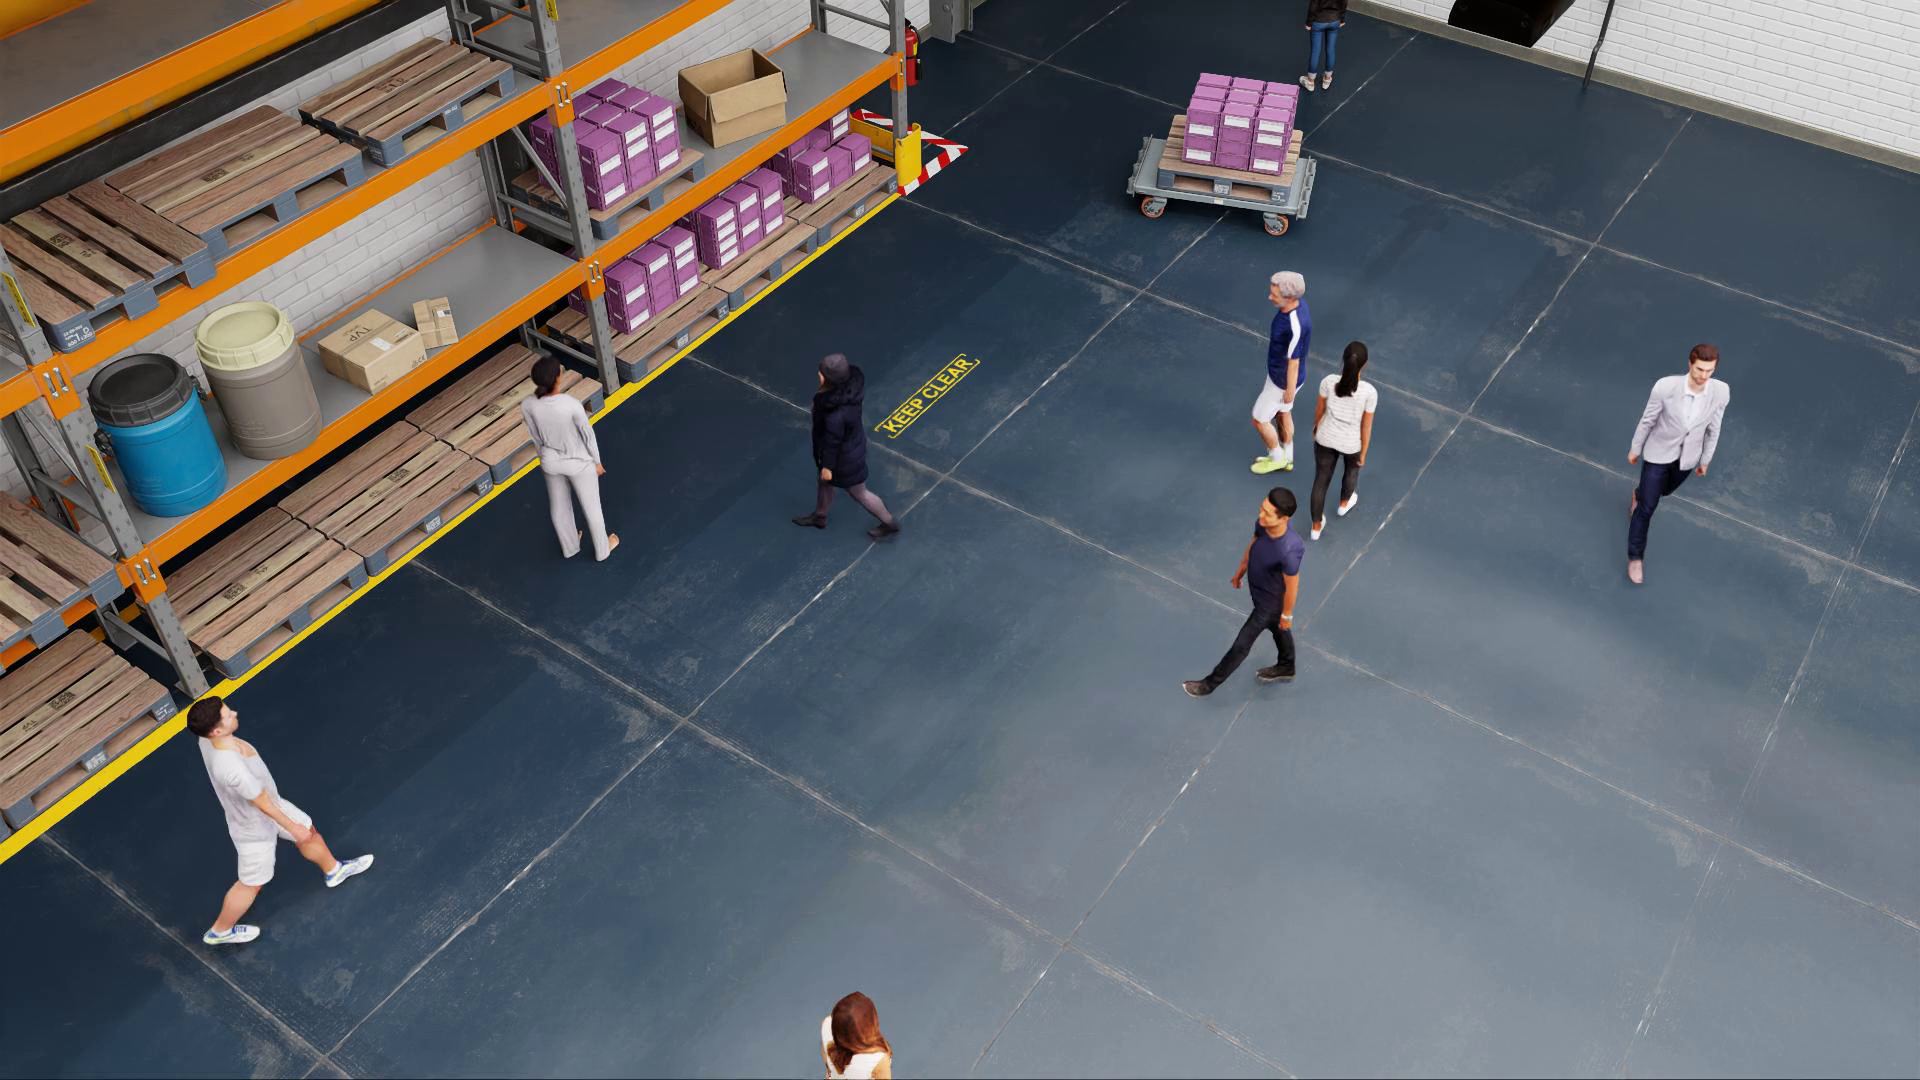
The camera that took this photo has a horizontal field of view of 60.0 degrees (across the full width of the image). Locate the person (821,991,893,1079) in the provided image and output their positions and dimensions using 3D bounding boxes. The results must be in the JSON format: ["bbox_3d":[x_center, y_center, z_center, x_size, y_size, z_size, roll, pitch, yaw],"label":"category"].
[{"bbox_3d":[-0.547,2.791,8.118,0.609,1.767,0.960,28,50,26],"label":"person"}]

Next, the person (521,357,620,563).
[{"bbox_3d":[-2.754,-0.554,11.649,0.707,1.740,0.699,7,44,7],"label":"person"}]

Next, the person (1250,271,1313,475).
[{"bbox_3d":[2.477,-1.212,12.293,0.852,1.805,0.752,3,44,3],"label":"person"}]

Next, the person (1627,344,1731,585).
[{"bbox_3d":[4.996,-0.658,11.702,1.031,1.818,1.277,5,44,6],"label":"person"}]

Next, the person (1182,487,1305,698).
[{"bbox_3d":[2.068,0.335,10.707,1.169,1.752,1.088,-8,44,-9],"label":"person"}]

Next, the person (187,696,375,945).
[{"bbox_3d":[-4.039,1.617,9.319,1.342,1.810,1.008,-24,49,-23],"label":"person"}]

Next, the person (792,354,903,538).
[{"bbox_3d":[-0.758,-0.619,11.787,1.048,1.642,1.111,4,44,4],"label":"person"}]

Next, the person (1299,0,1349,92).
[{"bbox_3d":[3.695,-5.260,16.775,0.630,1.483,0.694,-8,44,-8],"label":"person"}]

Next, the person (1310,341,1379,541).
[{"bbox_3d":[2.677,-0.648,11.834,0.660,1.621,0.836,18,46,18],"label":"person"}]
